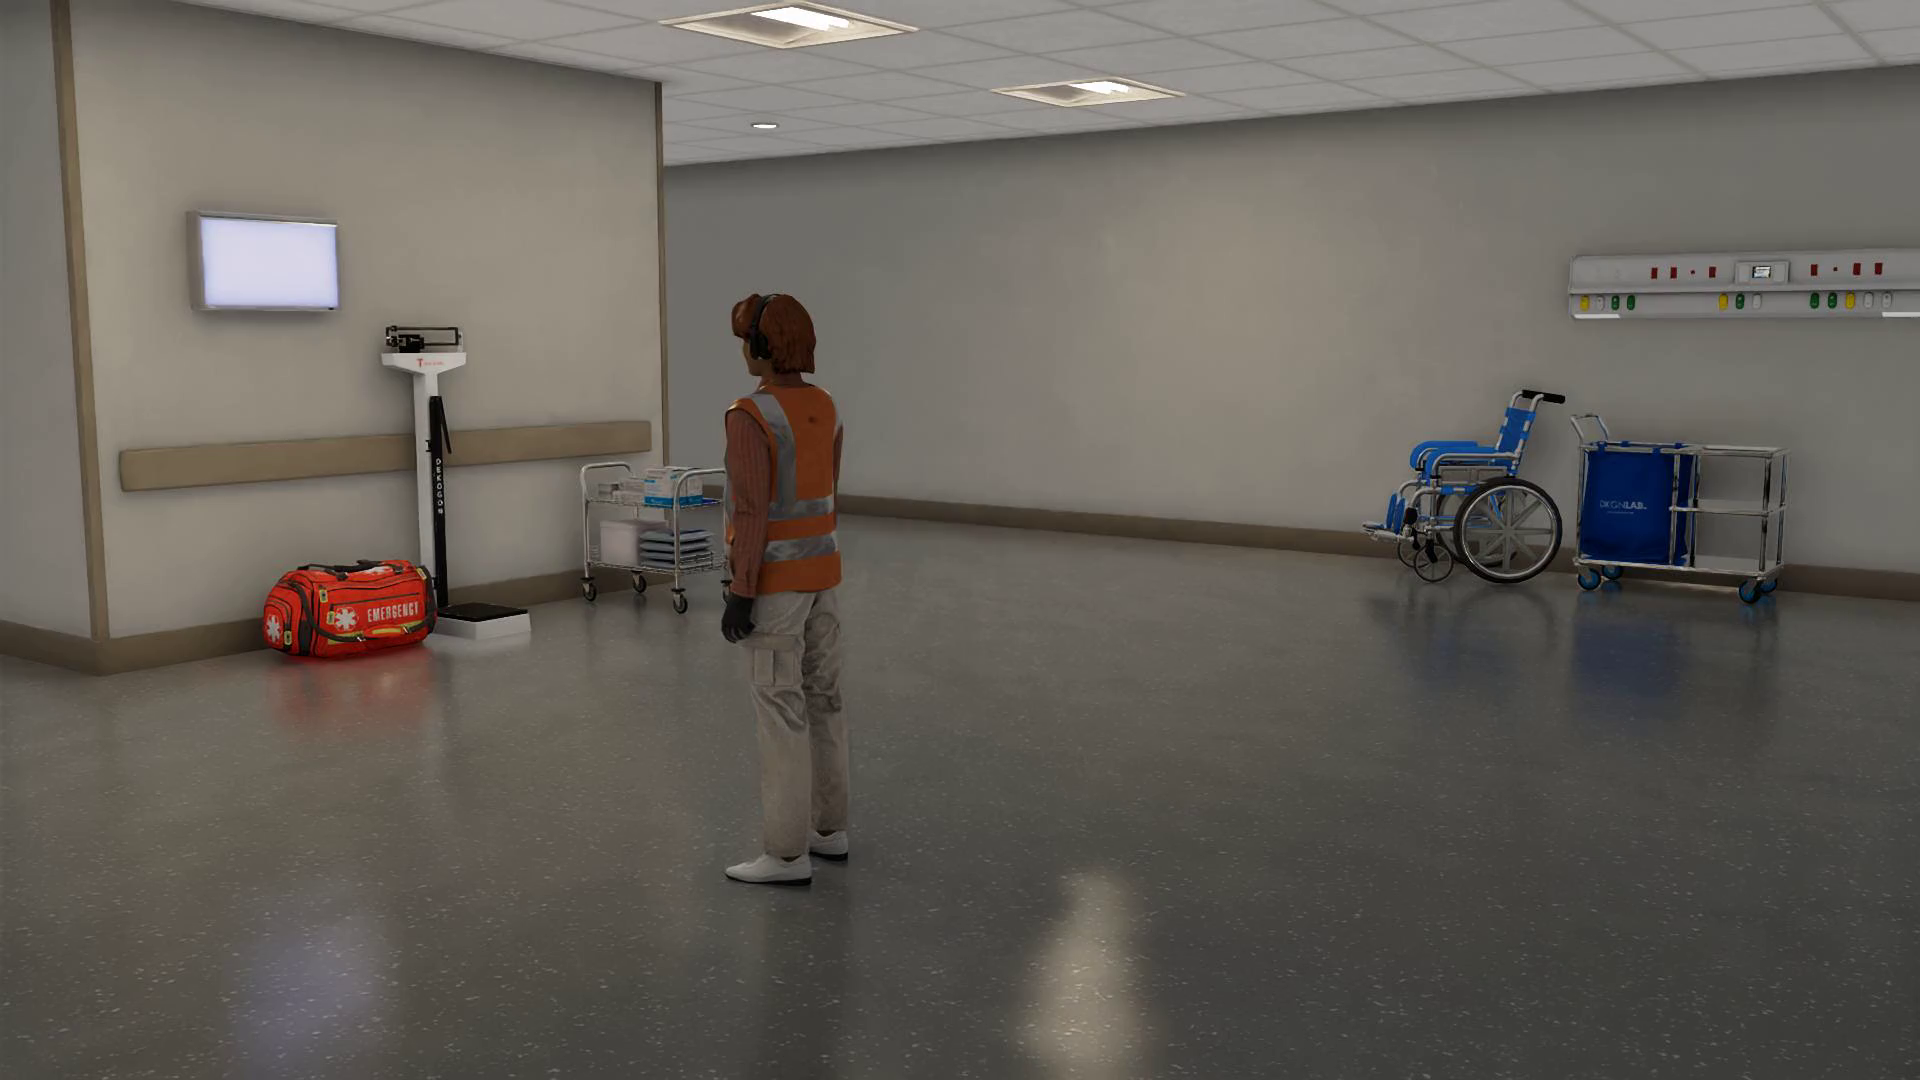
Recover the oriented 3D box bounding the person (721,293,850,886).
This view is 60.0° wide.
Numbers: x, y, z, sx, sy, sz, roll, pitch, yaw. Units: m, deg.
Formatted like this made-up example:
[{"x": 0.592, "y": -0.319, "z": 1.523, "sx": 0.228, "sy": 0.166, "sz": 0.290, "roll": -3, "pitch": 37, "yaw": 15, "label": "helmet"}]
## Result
[{"x": -0.489, "y": 0.138, "z": 4.647, "sx": 0.311, "sy": 1.638, "sz": 0.523, "roll": 3, "pitch": 8, "yaw": 25, "label": "person"}]
